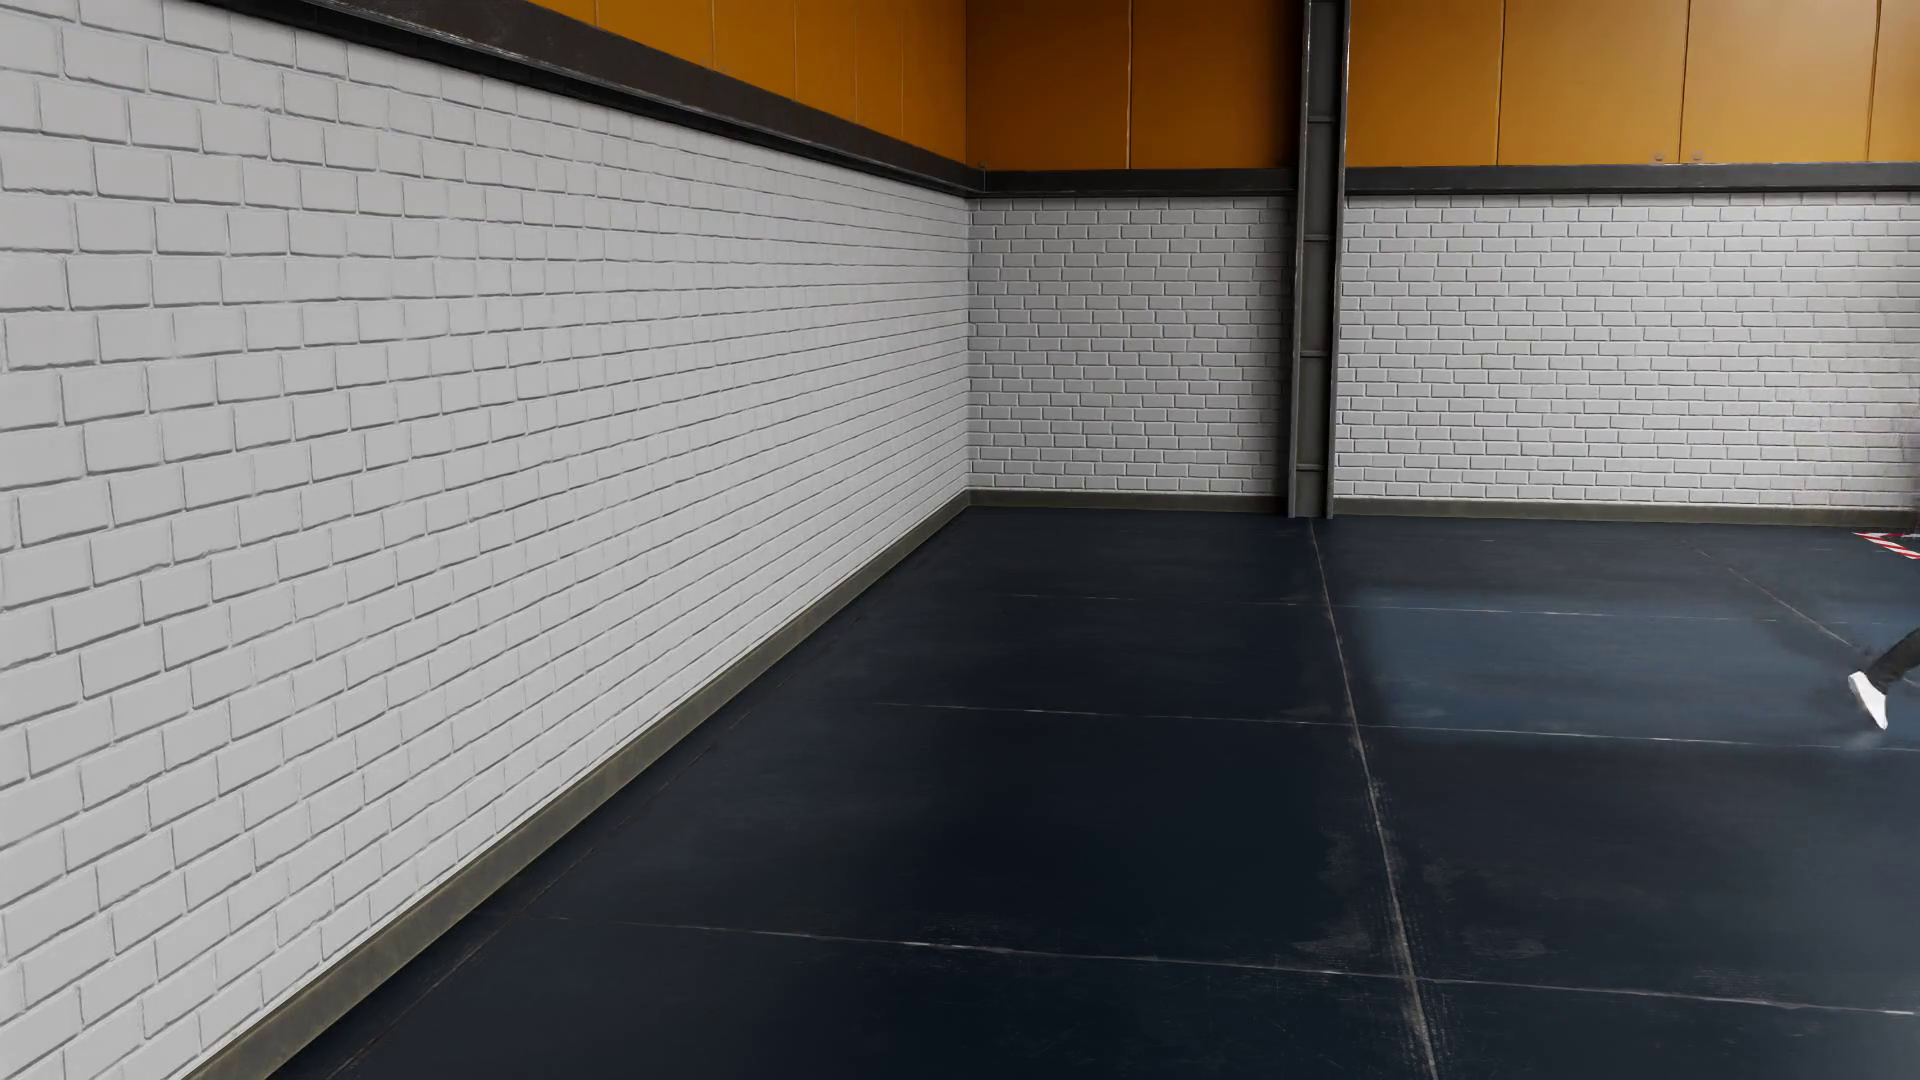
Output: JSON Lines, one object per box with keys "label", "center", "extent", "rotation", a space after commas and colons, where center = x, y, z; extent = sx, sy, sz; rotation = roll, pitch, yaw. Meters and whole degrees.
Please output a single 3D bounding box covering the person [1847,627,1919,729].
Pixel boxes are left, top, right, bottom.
{"label": "person", "center": [4.711, 0.029, 7.763], "extent": [0.837, 1.896, 0.592], "rotation": [2, 9, 12]}
